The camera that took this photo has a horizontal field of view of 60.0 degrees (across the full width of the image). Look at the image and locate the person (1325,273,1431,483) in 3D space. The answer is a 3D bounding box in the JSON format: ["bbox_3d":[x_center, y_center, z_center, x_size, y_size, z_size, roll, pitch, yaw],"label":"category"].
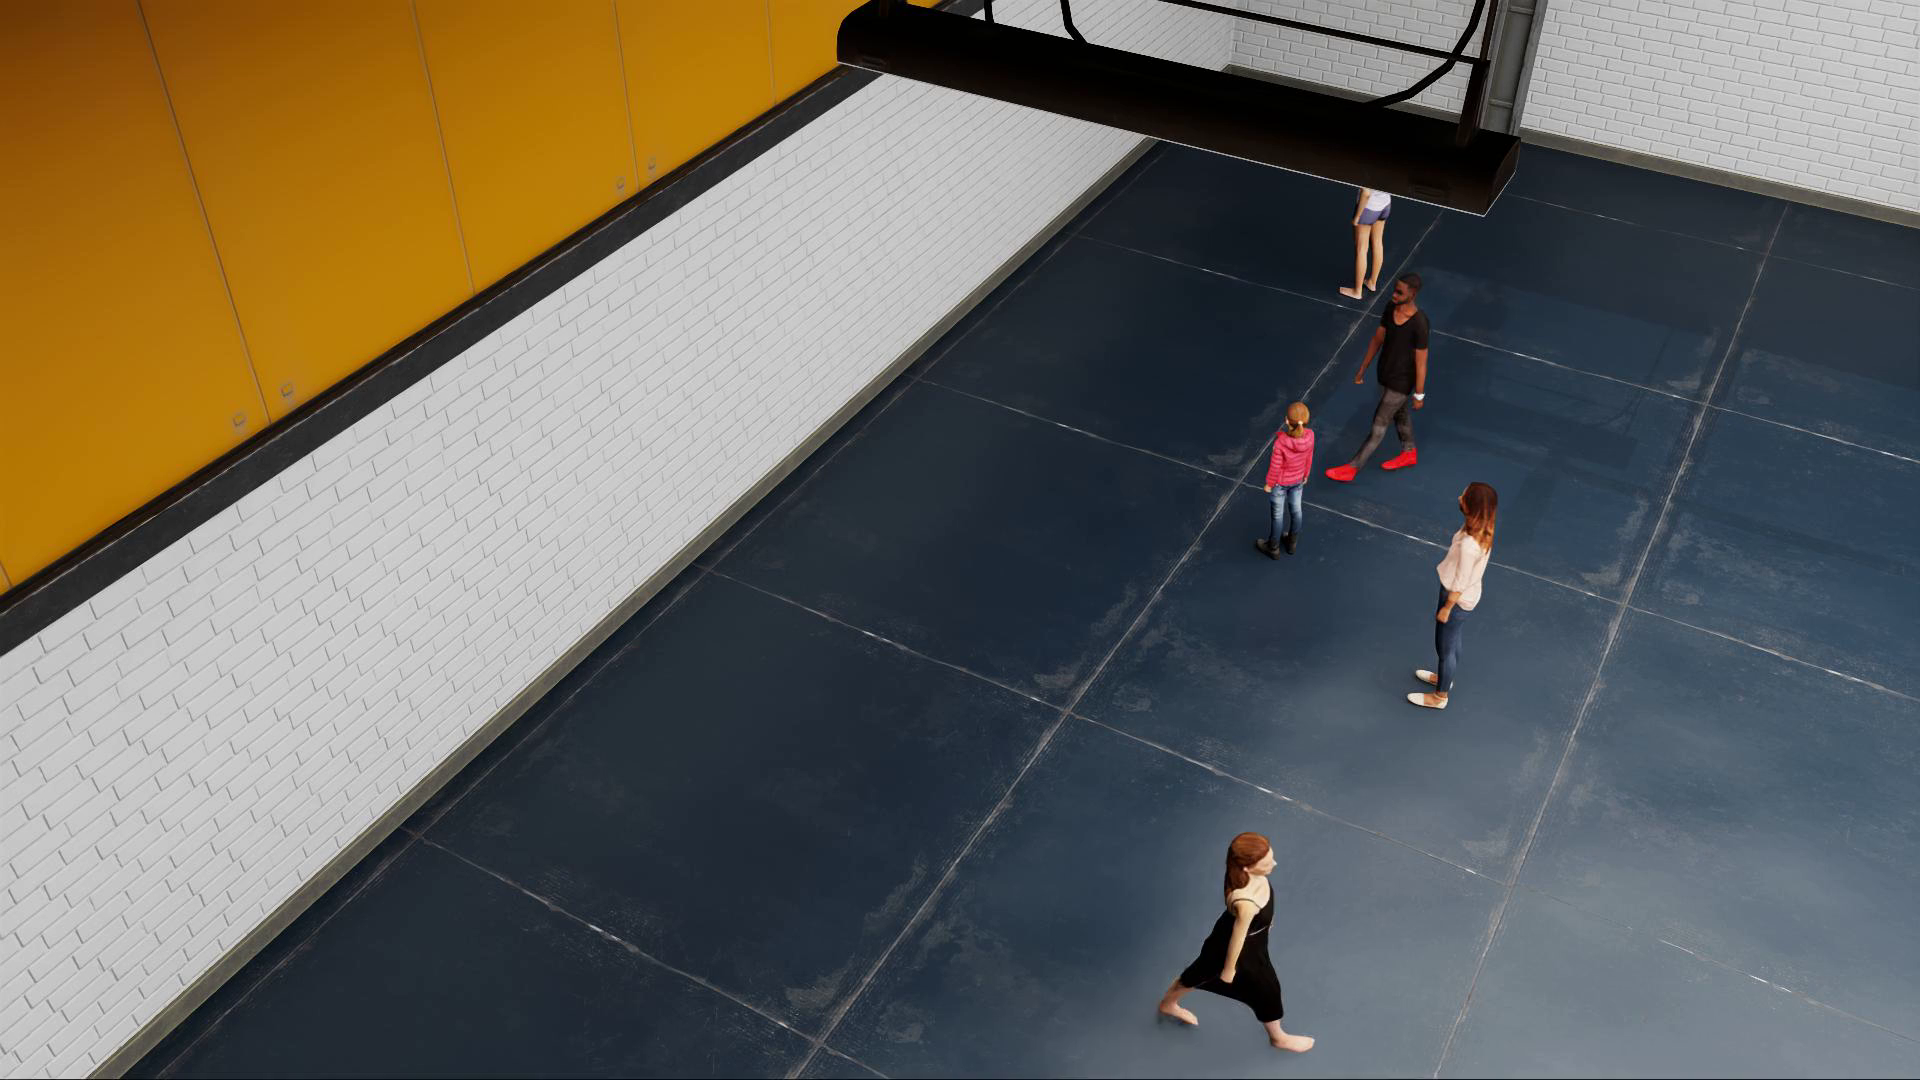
[{"bbox_3d":[3.442,-1.250,12.796,1.177,1.768,1.153,-12,40,-15],"label":"person"}]

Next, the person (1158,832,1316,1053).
[{"bbox_3d":[1.382,2.107,8.749,1.153,1.573,0.812,8,39,10],"label":"person"}]

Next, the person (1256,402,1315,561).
[{"bbox_3d":[2.403,-0.437,12.139,0.597,1.318,0.642,-15,41,-18],"label":"person"}]

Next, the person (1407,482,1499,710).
[{"bbox_3d":[3.227,0.362,10.758,0.533,1.792,0.595,17,42,20],"label":"person"}]

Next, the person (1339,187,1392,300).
[{"bbox_3d":[3.723,-2.993,15.006,0.654,1.733,0.641,-25,45,-28],"label":"person"}]
